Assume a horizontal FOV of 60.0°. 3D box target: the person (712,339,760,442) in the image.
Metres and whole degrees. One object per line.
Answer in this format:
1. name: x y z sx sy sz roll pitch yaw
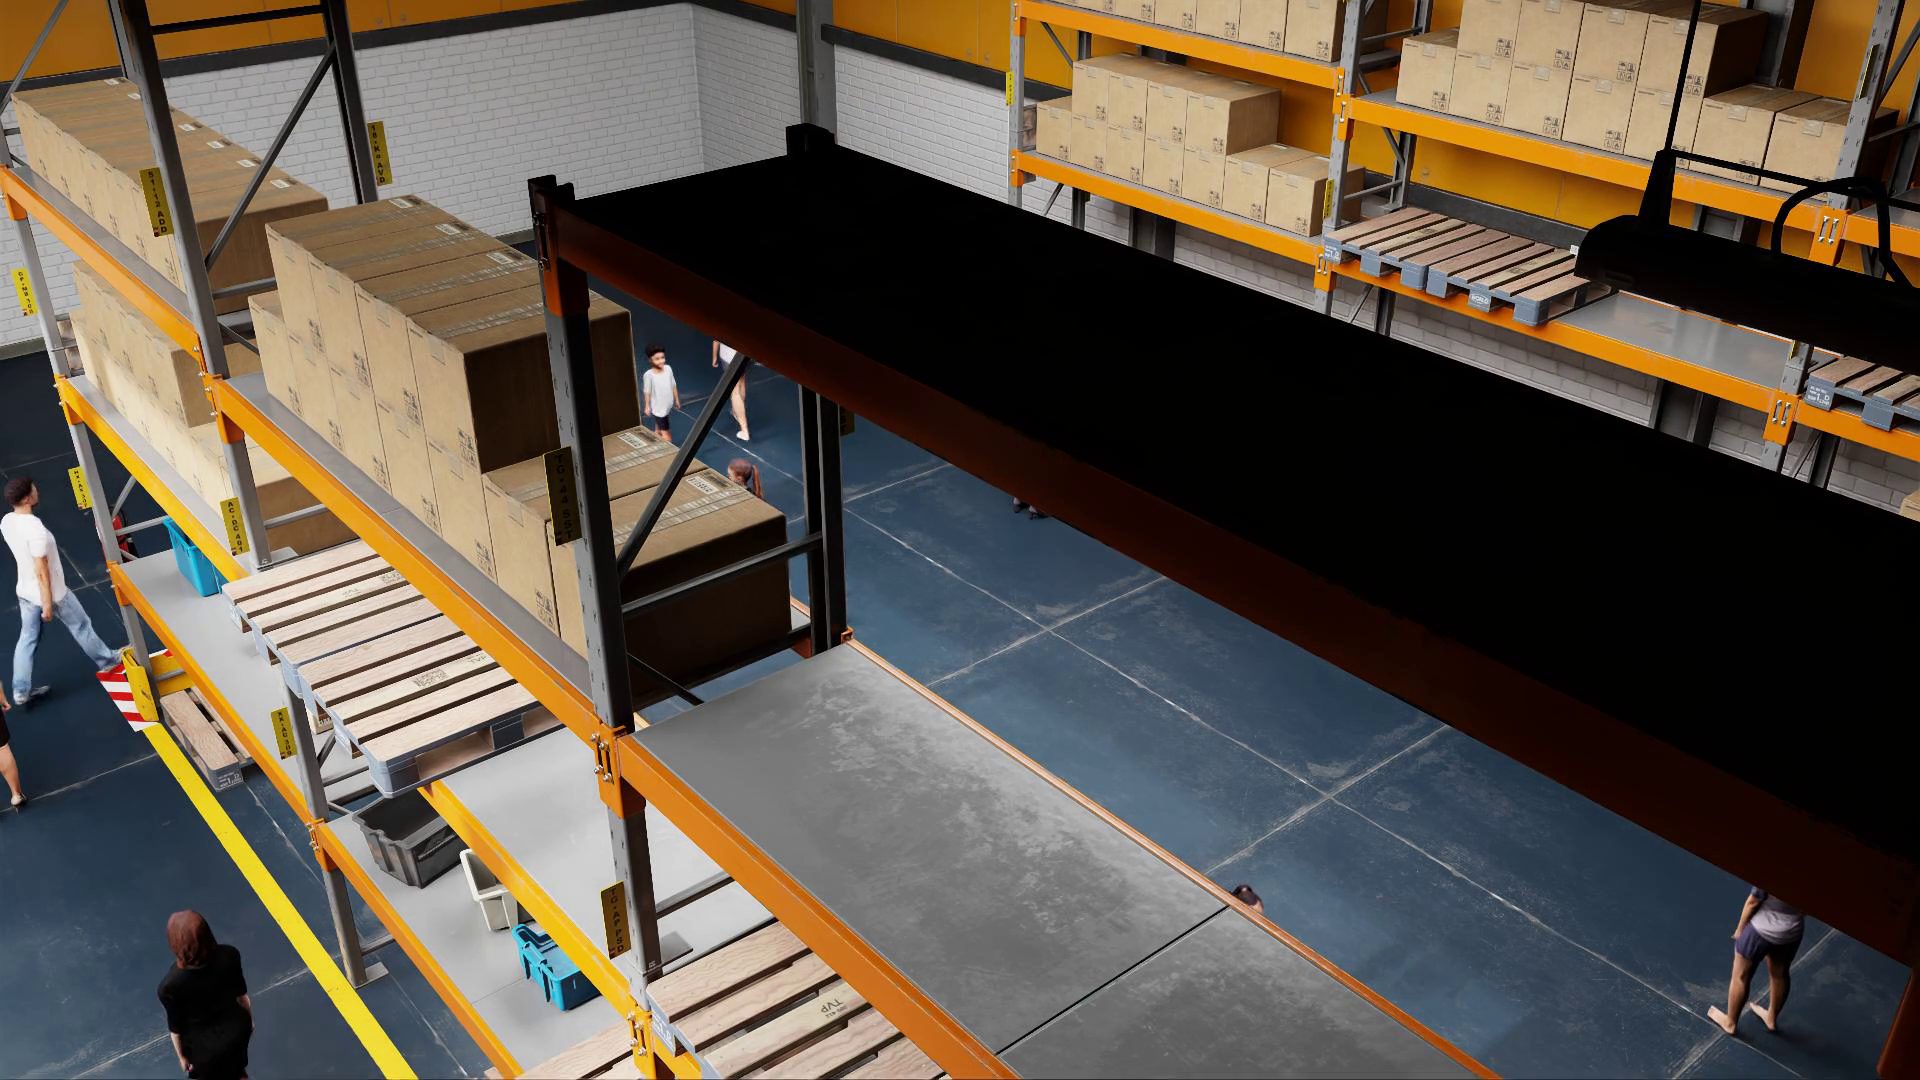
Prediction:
1. person: -2.273 -1.827 17.017 0.729 1.689 1.037 -15 32 -26

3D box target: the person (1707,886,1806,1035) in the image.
1. person: 4.748 2.238 9.696 0.641 1.563 0.664 -5 29 -9

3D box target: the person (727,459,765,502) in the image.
1. person: -1.657 0.041 13.772 1.011 1.519 1.016 -2 29 -3

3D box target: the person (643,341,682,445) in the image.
1. person: -3.031 -1.412 16.740 0.490 1.227 0.847 -22 35 -34

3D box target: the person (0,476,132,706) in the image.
1. person: -7.112 0.436 12.742 1.224 1.811 1.032 15 32 25

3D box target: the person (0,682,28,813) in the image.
1. person: -6.828 1.173 11.451 0.635 1.755 0.505 -22 35 -34

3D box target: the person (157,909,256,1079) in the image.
1. person: -3.857 2.674 8.766 0.965 1.689 0.696 22 35 34
